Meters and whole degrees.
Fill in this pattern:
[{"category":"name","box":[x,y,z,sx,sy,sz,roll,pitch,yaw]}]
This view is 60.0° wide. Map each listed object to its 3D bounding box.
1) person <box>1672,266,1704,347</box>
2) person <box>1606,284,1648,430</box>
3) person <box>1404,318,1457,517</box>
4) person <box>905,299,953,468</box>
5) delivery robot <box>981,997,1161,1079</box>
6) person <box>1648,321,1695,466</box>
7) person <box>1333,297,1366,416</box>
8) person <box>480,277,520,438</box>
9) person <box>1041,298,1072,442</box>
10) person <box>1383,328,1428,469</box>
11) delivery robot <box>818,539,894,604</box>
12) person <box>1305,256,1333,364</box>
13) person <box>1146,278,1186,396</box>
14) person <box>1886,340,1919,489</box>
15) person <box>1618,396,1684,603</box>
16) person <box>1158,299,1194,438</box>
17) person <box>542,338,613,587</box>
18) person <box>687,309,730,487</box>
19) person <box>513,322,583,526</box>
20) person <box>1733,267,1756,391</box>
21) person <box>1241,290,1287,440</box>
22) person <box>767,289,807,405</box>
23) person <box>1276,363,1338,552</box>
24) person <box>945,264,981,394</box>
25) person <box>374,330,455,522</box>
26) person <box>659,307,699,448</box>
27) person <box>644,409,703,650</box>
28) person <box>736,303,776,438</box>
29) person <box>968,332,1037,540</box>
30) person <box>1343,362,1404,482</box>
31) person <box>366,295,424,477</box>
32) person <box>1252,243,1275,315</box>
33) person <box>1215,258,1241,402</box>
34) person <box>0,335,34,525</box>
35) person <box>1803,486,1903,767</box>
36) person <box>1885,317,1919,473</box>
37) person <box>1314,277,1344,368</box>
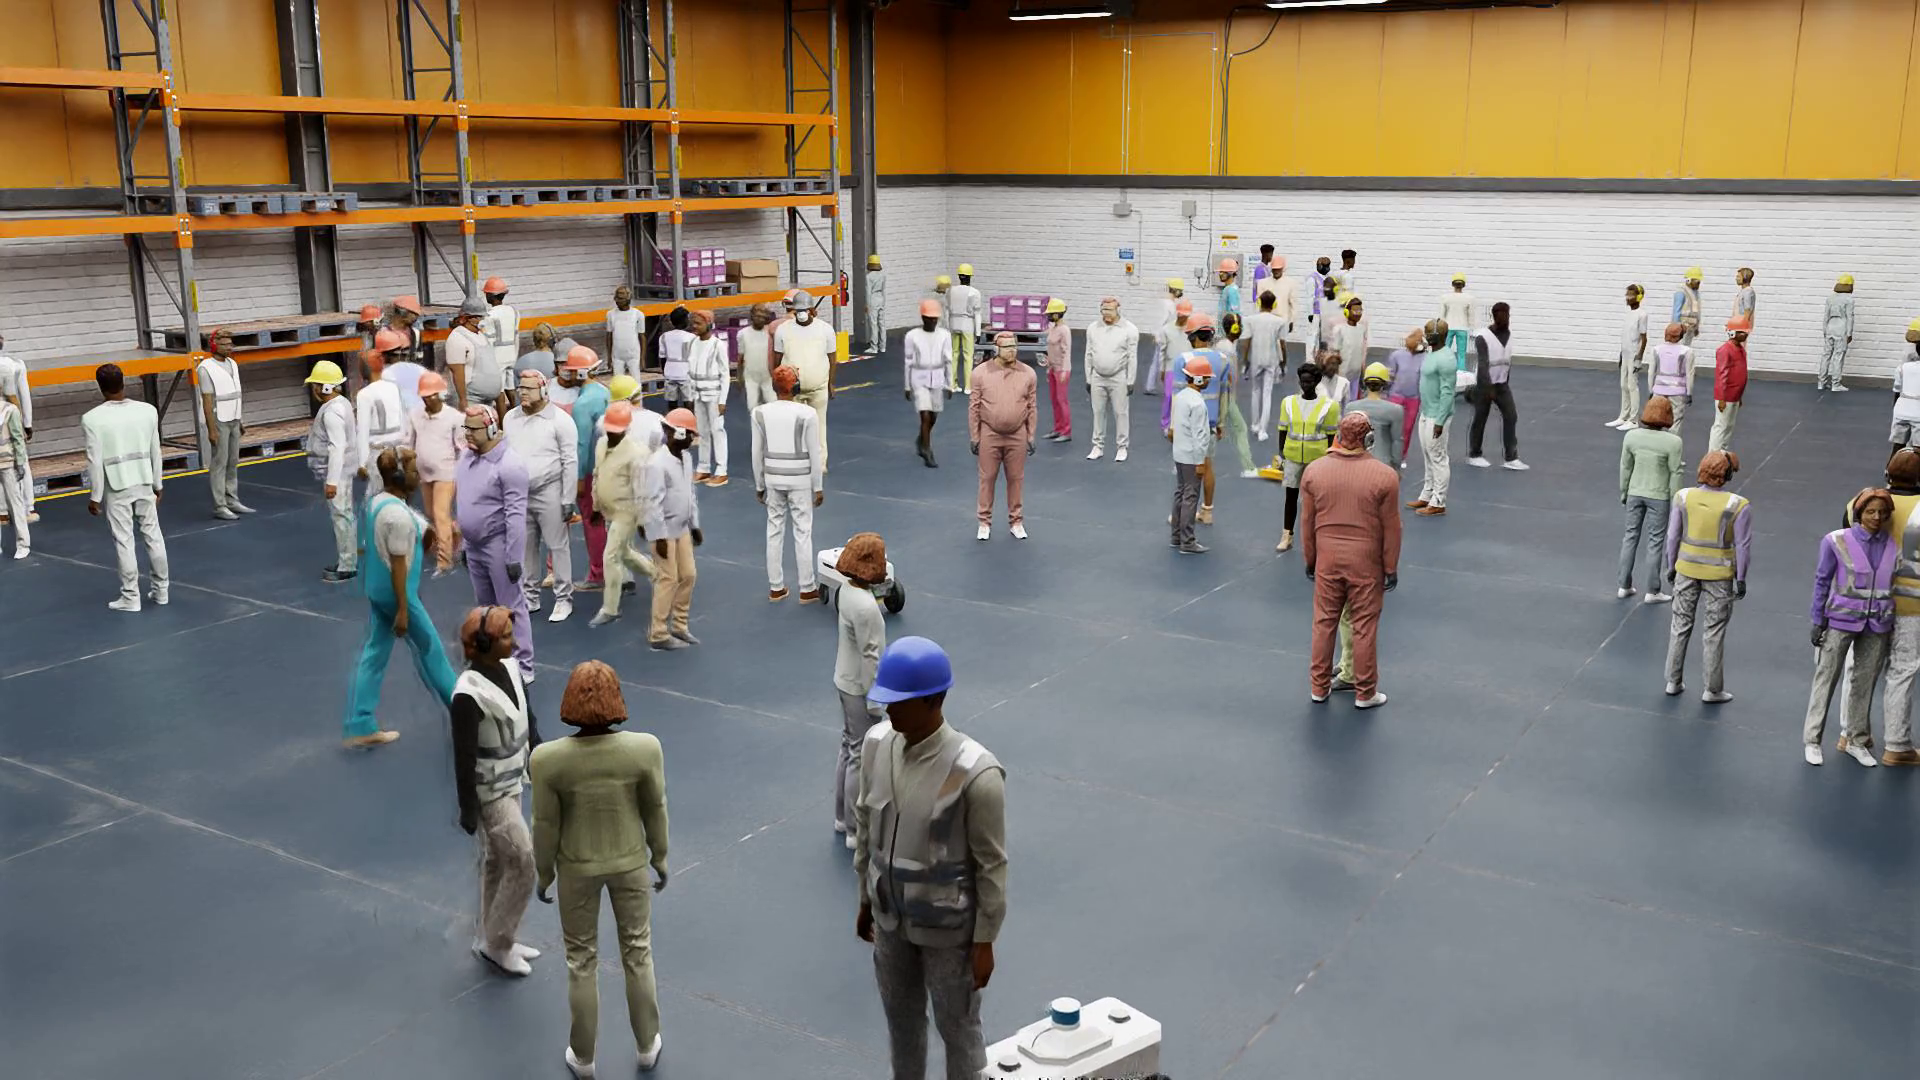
[{"category":"person","box":[11.150,-3.282,25.534,0.602,1.822,0.413,-11,17,-39]},{"category":"person","box":[8.600,-2.343,21.351,0.314,1.867,0.537,-1,13,-3]},{"category":"person","box":[4.622,-1.193,16.212,0.370,1.937,0.627,0,13,0]},{"category":"person","box":[-0.380,-1.818,19.016,0.552,1.909,0.899,-4,14,-17]},{"category":"delivery robot","box":[0.368,1.849,5.837,0.707,0.478,0.477,-10,16,-37]},{"category":"person","box":[8.037,-1.648,18.829,0.513,1.642,0.311,13,18,43]},{"category":"person","box":[4.532,-1.883,19.349,0.513,1.871,0.325,-9,16,-34]},{"category":"person","box":[-5.578,-2.158,20.154,0.367,2.048,0.607,5,14,23]},{"category":"person","box":[1.197,-2.094,20.494,0.318,1.766,0.533,-5,14,-20]},{"category":"person","box":[5.011,-1.578,18.590,0.535,1.598,0.445,2,13,10]},{"category":"delivery robot","box":[-0.813,0.232,12.851,0.477,0.478,0.707,-8,15,-31]},{"category":"person","box":[6.026,-3.816,27.822,0.628,1.835,0.430,-12,18,-42]},{"category":"person","box":[3.055,-2.948,24.267,0.706,1.718,0.535,2,13,11]},{"category":"person","box":[9.769,-1.247,16.992,0.321,1.685,0.542,-6,14,-26]},{"category":"person","box":[5.431,-0.321,13.091,0.278,1.632,0.507,-10,16,-37]},{"category":"person","box":[2.771,-2.145,20.796,0.578,1.722,0.580,1,13,6]},{"category":"person","box":[-3.149,-0.615,13.472,0.682,2.000,0.537,0,13,2]},{"category":"person","box":[-2.686,-1.510,17.701,0.574,1.883,0.357,11,17,39]},{"category":"person","box":[-3.895,-1.084,15.730,0.628,1.940,0.378,4,14,17]},{"category":"person","box":[11.688,-3.150,24.897,0.332,1.844,0.516,5,14,21]},{"category":"person","box":[3.827,-2.202,20.821,0.538,1.830,0.888,4,14,17]},{"category":"person","box":[-1.896,-1.877,19.071,0.622,1.982,0.405,6,14,25]},{"category":"person","box":[3.051,-0.717,14.668,0.536,1.697,0.318,6,14,23]},{"category":"person","box":[0.054,-3.122,24.629,0.582,1.919,0.396,6,14,24]},{"category":"person","box":[-5.151,-1.045,15.725,0.929,1.882,0.587,6,14,25]},{"category":"person","box":[-3.368,-1.953,20.034,0.535,1.694,0.321,6,14,23]},{"category":"person","box":[-2.049,-0.075,11.877,0.370,1.708,0.588,4,14,17]},{"category":"person","box":[-2.330,-1.881,19.463,0.541,1.818,0.627,0,13,-2]},{"category":"person","box":[0.398,-0.949,15.214,0.642,1.910,0.410,-2,13,-8]},{"category":"person","box":[3.507,-0.632,14.176,0.527,1.760,0.337,7,15,29]},{"category":"person","box":[-6.157,-1.653,18.091,0.514,1.990,0.763,10,16,37]},{"category":"person","box":[5.366,-4.259,29.444,0.366,1.962,0.614,5,14,20]},{"category":"person","box":[3.806,-2.984,23.741,0.378,2.045,0.605,1,13,4]},{"category":"person","box":[-9.155,-1.088,15.869,0.347,1.882,0.584,9,16,35]},{"category":"person","box":[5.135,0.498,9.526,0.522,1.638,0.309,1,13,4]},{"category":"person","box":[10.477,-1.576,18.292,0.491,1.743,0.324,-5,14,-21]},{"category":"person","box":[5.048,-2.697,22.942,0.794,1.840,0.547,-11,17,-39]}]
